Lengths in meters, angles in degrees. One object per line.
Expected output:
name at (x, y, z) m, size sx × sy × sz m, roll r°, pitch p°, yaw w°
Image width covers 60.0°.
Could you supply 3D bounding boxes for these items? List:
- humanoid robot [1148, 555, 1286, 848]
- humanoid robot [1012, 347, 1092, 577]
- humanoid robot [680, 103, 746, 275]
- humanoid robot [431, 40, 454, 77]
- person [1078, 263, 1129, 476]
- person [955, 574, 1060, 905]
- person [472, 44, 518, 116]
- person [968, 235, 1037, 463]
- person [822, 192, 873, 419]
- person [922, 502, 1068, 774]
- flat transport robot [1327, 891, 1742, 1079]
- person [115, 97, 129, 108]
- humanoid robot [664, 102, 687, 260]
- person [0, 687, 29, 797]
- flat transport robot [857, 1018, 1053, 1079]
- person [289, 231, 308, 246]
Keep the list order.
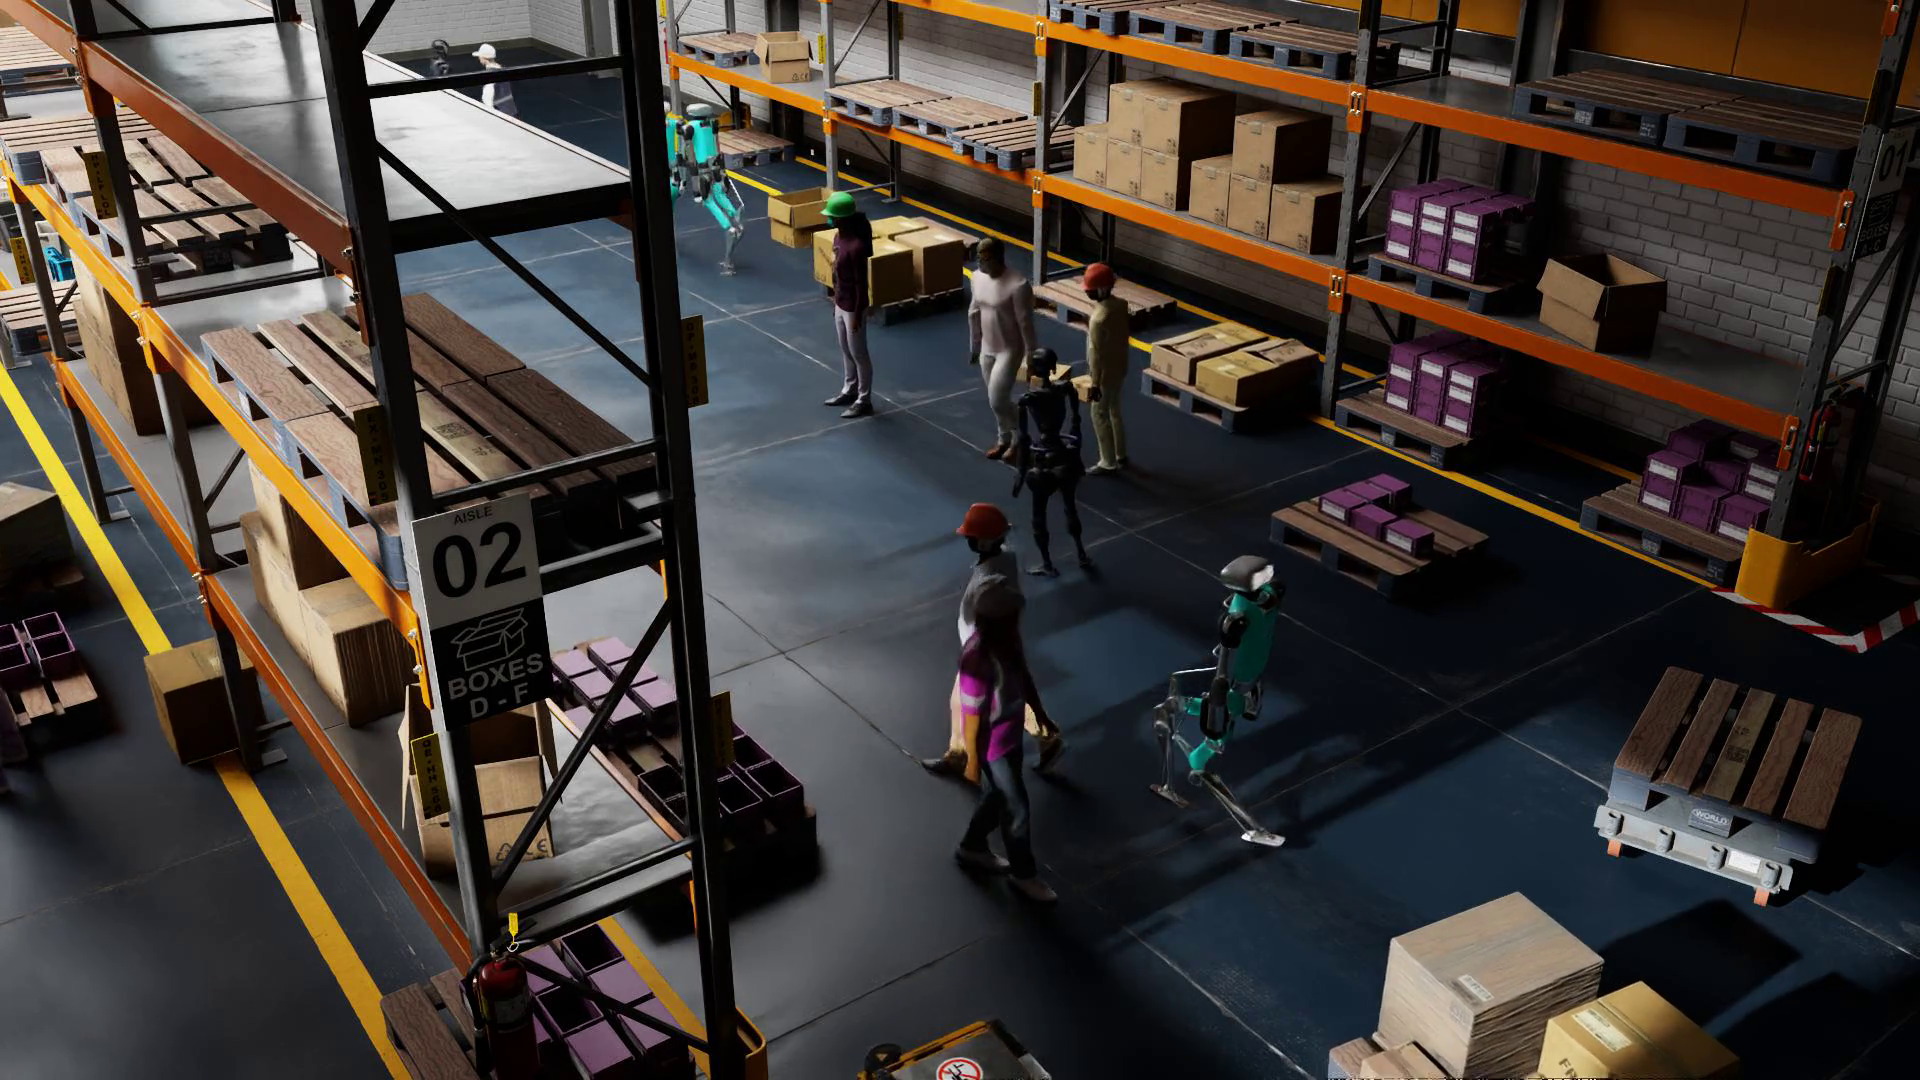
humanoid robot at (1.285, 0.827, 8.737) m, size 1.041 × 1.748 × 0.558 m, roll 18°, pitch 32°, yaw 32°
humanoid robot at (0.659, -0.514, 11.451) m, size 0.613 × 1.643 × 0.471 m, roll -20°, pitch 33°, yaw -34°
humanoid robot at (-2.516, -3.716, 17.779) m, size 0.832 × 1.797 × 0.554 m, roll 14°, pitch 30°, yaw 26°
humanoid robot at (-6.860, -5.719, 21.828) m, size 0.582 × 1.635 × 0.590 m, roll -15°, pitch 30°, yaw -28°
person at (1.131, -1.335, 13.011) m, size 0.421 × 1.730 × 0.607 m, roll 13°, pitch 29°, yaw 24°
person at (0.230, 0.979, 8.313) m, size 0.597 × 1.807 × 0.537 m, roll 9°, pitch 28°, yaw 17°
person at (-5.818, -5.389, 21.067) m, size 0.572 × 1.742 × 0.750 m, roll 5°, pitch 27°, yaw 10°
person at (0.337, -1.485, 13.118) m, size 0.494 × 1.907 × 0.656 m, roll -21°, pitch 33°, yaw -35°
person at (-0.927, -1.993, 14.085) m, size 0.420 × 1.949 × 0.489 m, roll -12°, pitch 29°, yaw -23°
person at (0.196, 0.578, 9.214) m, size 0.769 × 1.723 × 0.571 m, roll 7°, pitch 28°, yaw 14°
flat transport robot at (2.209, 2.586, 6.844) m, size 1.431 × 0.231 × 0.659 m, roll -13°, pitch 29°, yaw -24°
person at (-10.576, -5.444, 20.897) m, size 0.385 × 1.992 × 0.624 m, roll -12°, pitch 29°, yaw -22°
humanoid robot at (-3.292, -3.927, 18.191) m, size 0.530 × 1.803 × 0.799 m, roll -11°, pitch 29°, yaw -21°
person at (-5.549, 0.533, 9.123) m, size 0.403 × 1.896 × 0.655 m, roll -10°, pitch 28°, yaw -19°
flat transport robot at (0.196, 2.538, 6.939) m, size 0.659 × 0.231 × 1.431 m, roll -16°, pitch 31°, yaw -28°
person at (-6.338, -2.642, 15.729) m, size 0.287 × 1.629 × 0.498 m, roll 13°, pitch 30°, yaw 24°
